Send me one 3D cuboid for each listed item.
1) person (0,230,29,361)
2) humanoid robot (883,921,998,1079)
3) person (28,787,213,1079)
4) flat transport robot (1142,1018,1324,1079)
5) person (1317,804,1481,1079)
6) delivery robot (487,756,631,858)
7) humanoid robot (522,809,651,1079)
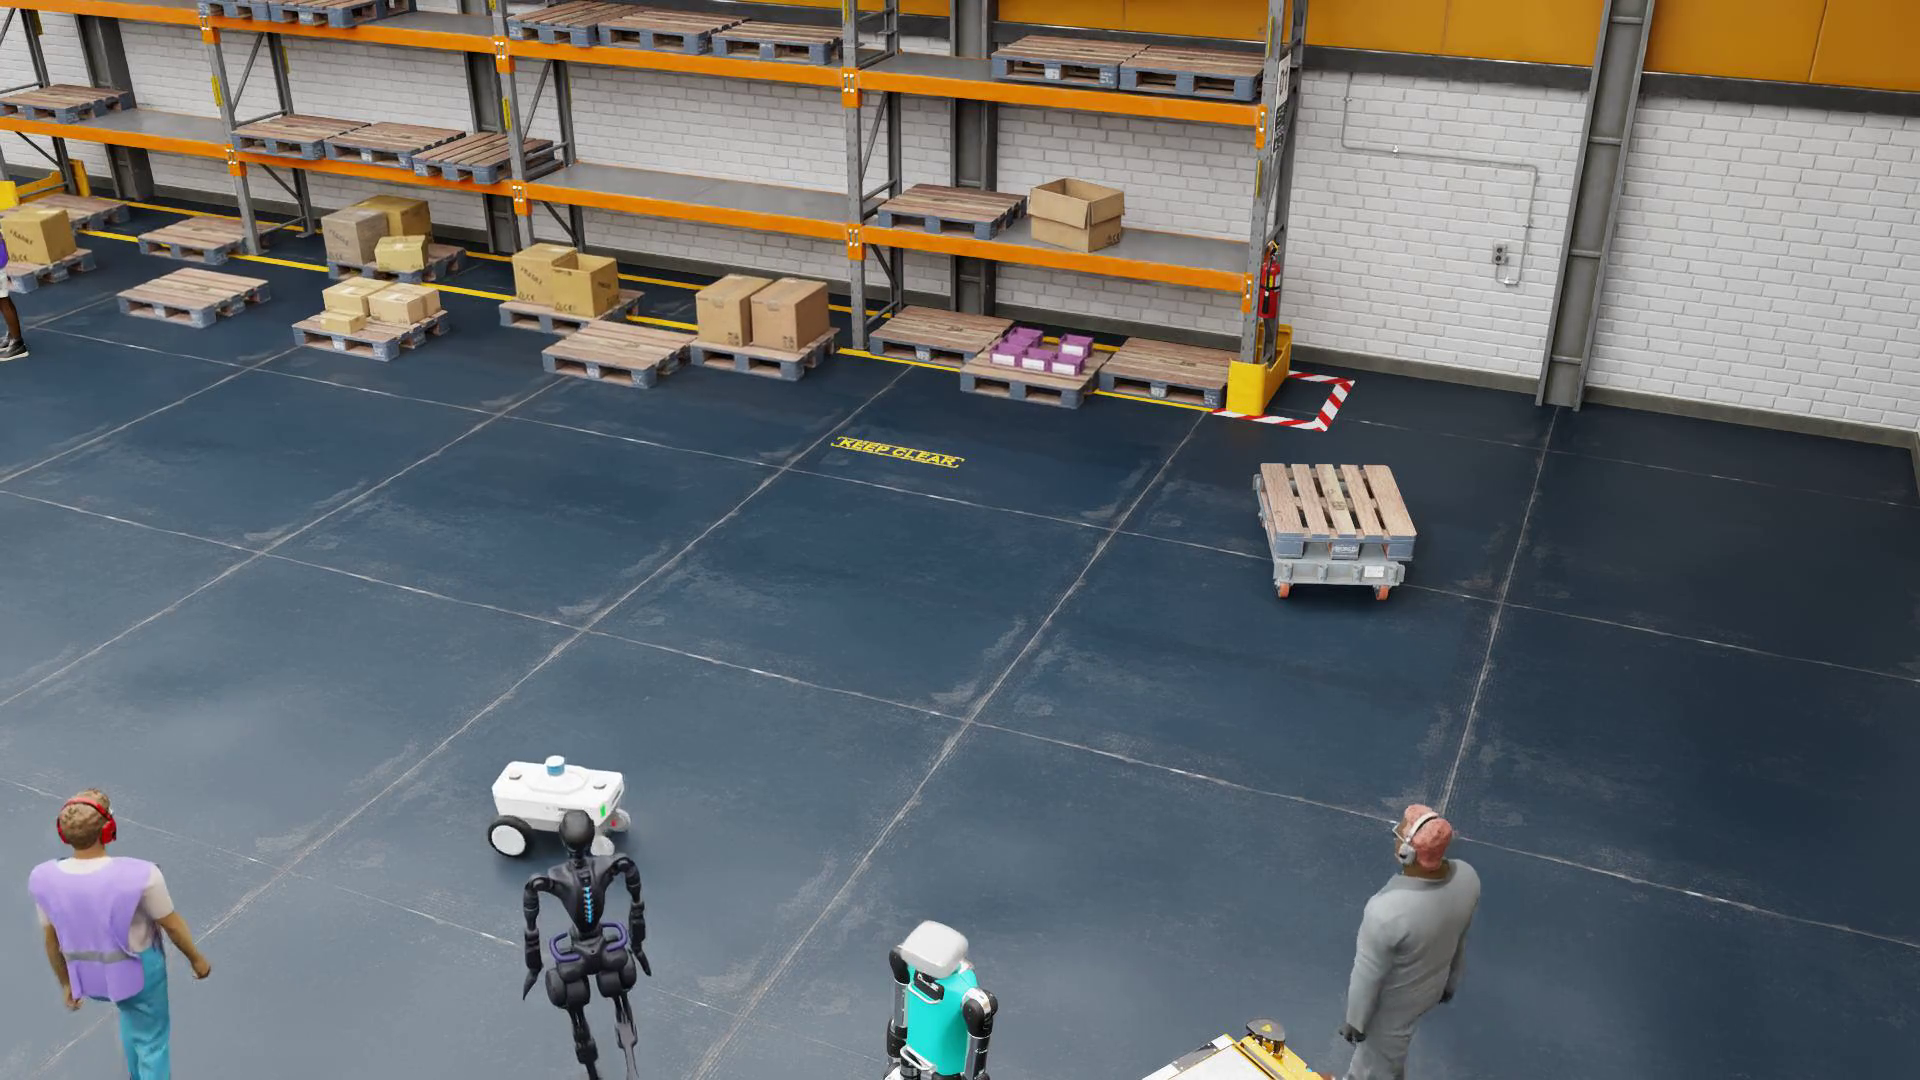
[{"bbox_3d":[-9.600,-2.754,16.421,0.368,1.966,0.602,-14,31,-26],"label":"person"},{"bbox_3d":[-0.242,2.345,6.641,0.735,1.673,0.533,-24,36,-38],"label":"humanoid robot"},{"bbox_3d":[-3.729,1.918,7.522,0.590,1.824,0.622,3,27,6],"label":"person"},{"bbox_3d":[1.102,2.725,7.647,1.431,0.231,0.659,-17,32,-30],"label":"flat transport robot"},{"bbox_3d":[1.966,1.996,7.314,0.643,1.879,0.873,-19,33,-33],"label":"person"},{"bbox_3d":[-2.343,1.531,9.663,0.794,0.606,0.499,5,28,9],"label":"delivery robot"},{"bbox_3d":[-1.696,1.966,7.587,0.597,1.650,0.461,-12,30,-22],"label":"humanoid robot"}]
